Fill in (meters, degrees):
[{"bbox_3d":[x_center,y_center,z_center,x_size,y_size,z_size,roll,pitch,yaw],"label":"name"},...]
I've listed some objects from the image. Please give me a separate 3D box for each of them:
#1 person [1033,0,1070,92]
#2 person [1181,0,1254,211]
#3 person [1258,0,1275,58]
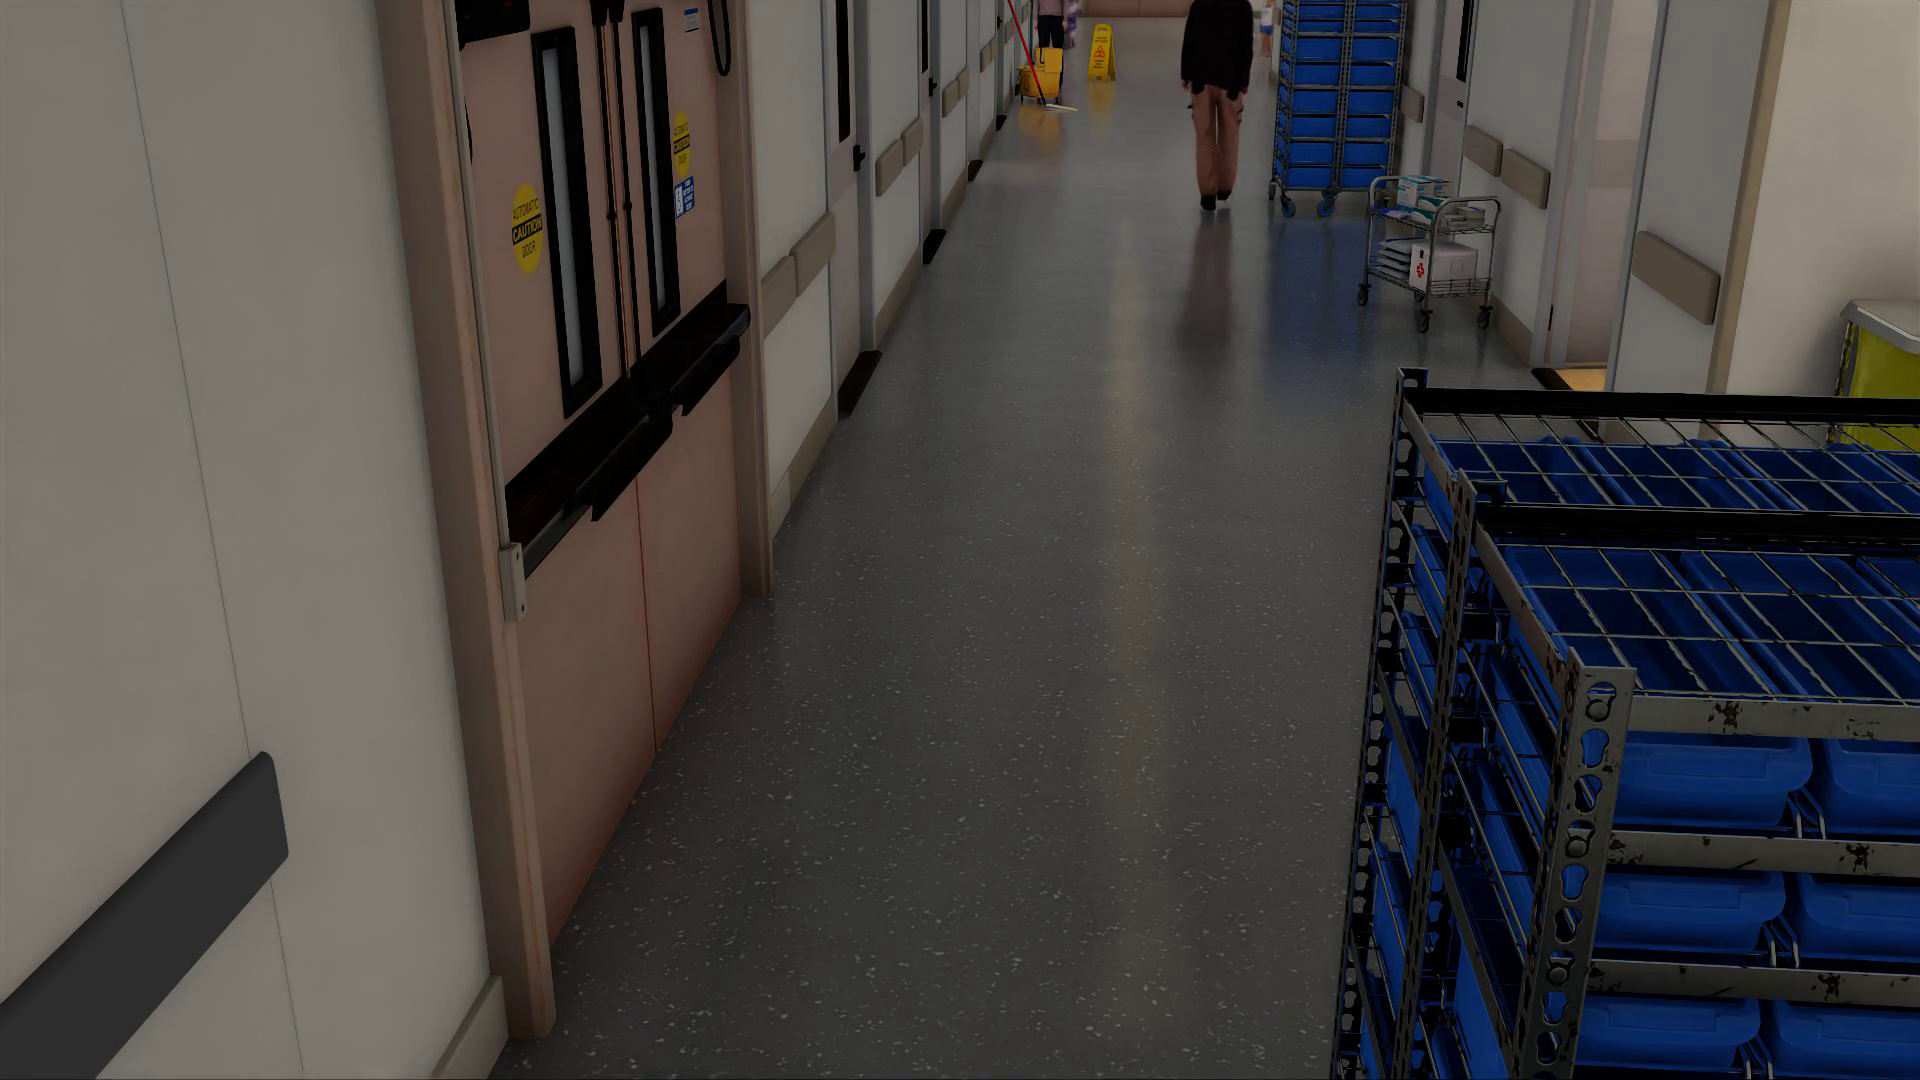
[{"bbox_3d":[1.199,-6.831,21.825,0.666,1.806,0.608,6,22,16],"label":"person"},{"bbox_3d":[1.996,-3.536,12.991,0.683,1.901,0.948,2,21,4],"label":"person"},{"bbox_3d":[4.978,-8.321,26.900,0.540,0.997,0.764,9,22,22],"label":"person"}]
